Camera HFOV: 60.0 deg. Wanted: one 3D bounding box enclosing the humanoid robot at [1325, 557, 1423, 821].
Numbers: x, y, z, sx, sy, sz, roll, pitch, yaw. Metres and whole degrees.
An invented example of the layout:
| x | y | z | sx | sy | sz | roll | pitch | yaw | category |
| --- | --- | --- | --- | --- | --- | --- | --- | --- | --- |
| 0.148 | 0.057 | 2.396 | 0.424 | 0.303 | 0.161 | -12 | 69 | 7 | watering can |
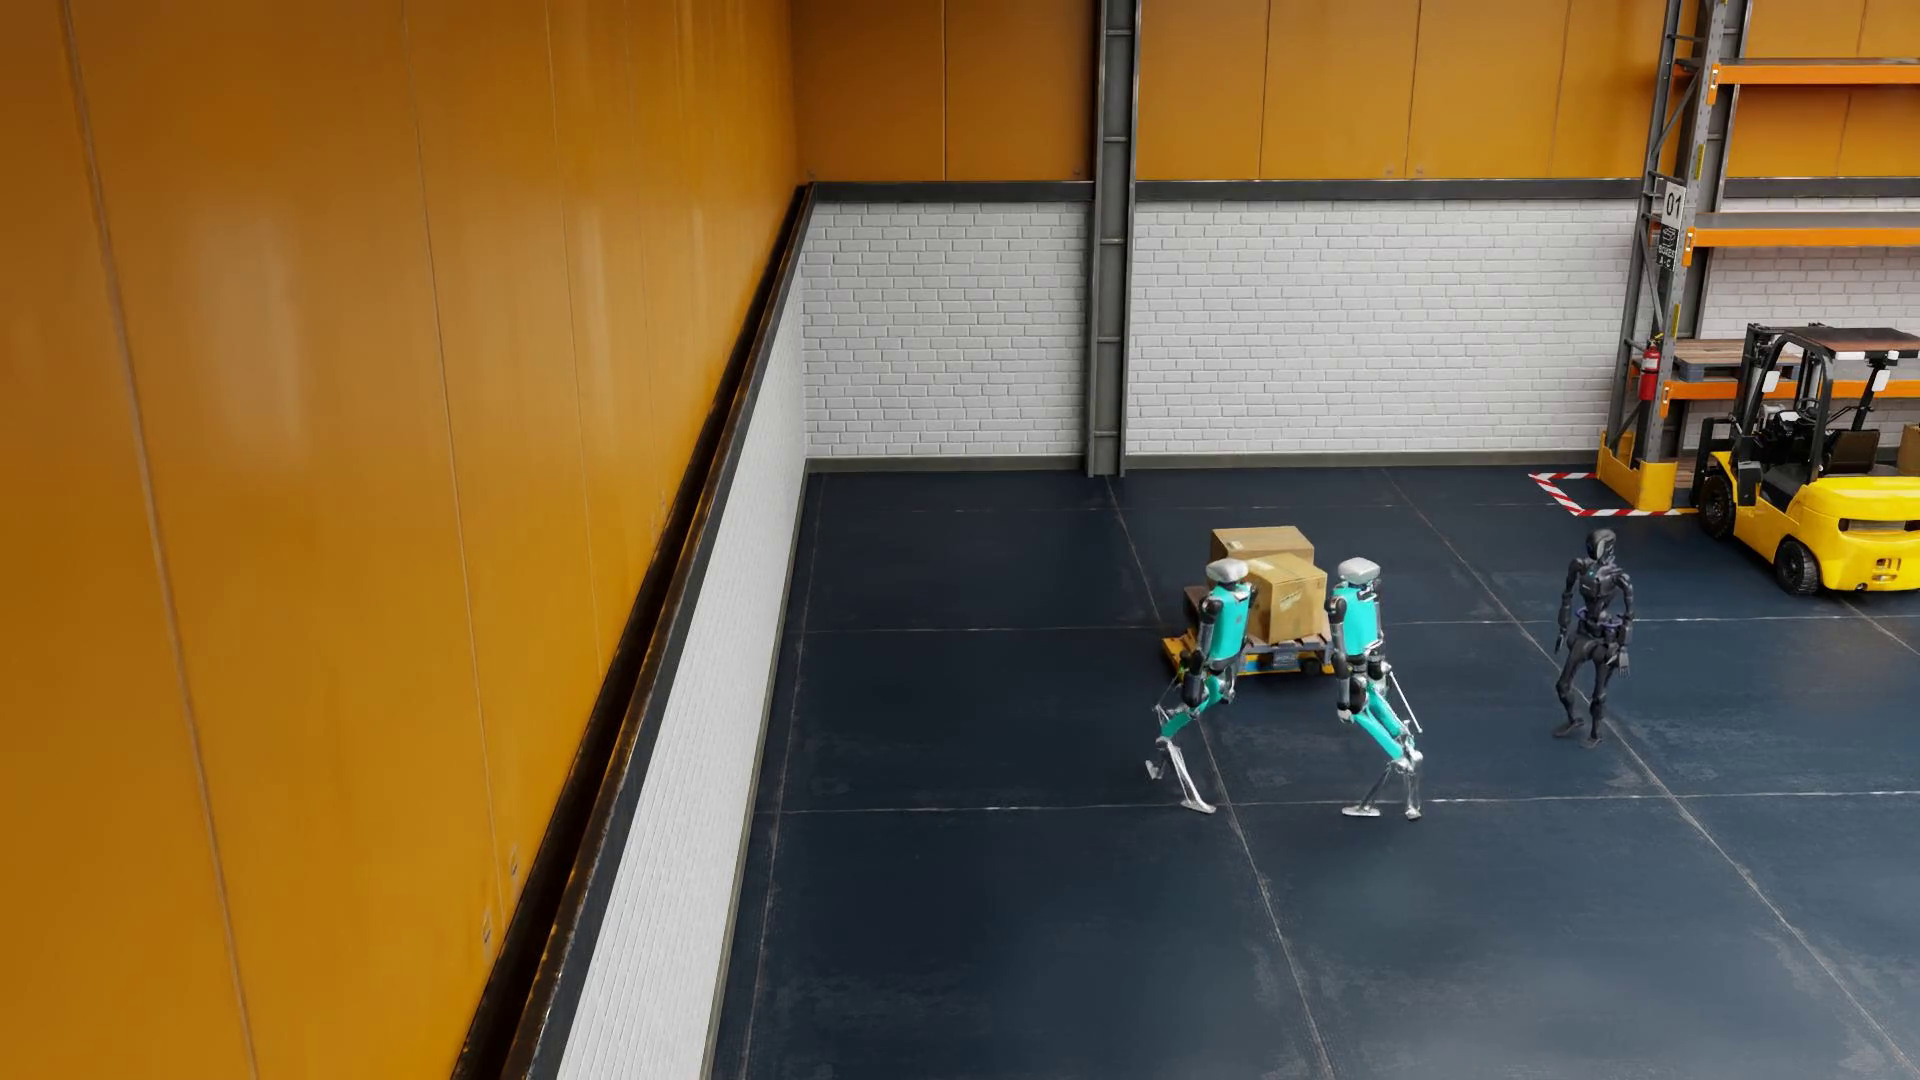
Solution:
| x | y | z | sx | sy | sz | roll | pitch | yaw | category |
| --- | --- | --- | --- | --- | --- | --- | --- | --- | --- |
| 2.761 | 1.031 | 10.638 | 0.880 | 1.775 | 0.578 | 19 | 27 | 41 | humanoid robot |

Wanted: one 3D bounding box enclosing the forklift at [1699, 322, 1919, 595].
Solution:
| x | y | z | sx | sy | sz | roll | pitch | yaw | category |
| --- | --- | --- | --- | --- | --- | --- | --- | --- | --- |
| 7.809 | -0.792 | 14.926 | 1.214 | 2.155 | 2.313 | -1 | 20 | -2 | forklift |

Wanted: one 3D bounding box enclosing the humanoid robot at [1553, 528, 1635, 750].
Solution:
| x | y | z | sx | sy | sz | roll | pitch | yaw | category |
| --- | --- | --- | --- | --- | --- | --- | --- | --- | --- |
| 4.466 | 0.690 | 11.660 | 0.354 | 1.645 | 0.606 | -13 | 24 | -31 | humanoid robot |

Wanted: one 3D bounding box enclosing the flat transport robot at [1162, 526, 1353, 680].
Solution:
| x | y | z | sx | sy | sz | roll | pitch | yaw | category |
| --- | --- | --- | --- | --- | --- | --- | --- | --- | --- |
| 2.382 | 0.868 | 13.200 | 1.431 | 0.231 | 0.659 | -3 | 20 | -7 | flat transport robot |

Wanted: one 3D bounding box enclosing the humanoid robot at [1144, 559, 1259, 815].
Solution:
| x | y | z | sx | sy | sz | roll | pitch | yaw | category |
| --- | --- | --- | --- | --- | --- | --- | --- | --- | --- |
| 1.467 | 0.933 | 11.018 | 0.892 | 1.840 | 0.567 | 18 | 27 | 40 | humanoid robot |
